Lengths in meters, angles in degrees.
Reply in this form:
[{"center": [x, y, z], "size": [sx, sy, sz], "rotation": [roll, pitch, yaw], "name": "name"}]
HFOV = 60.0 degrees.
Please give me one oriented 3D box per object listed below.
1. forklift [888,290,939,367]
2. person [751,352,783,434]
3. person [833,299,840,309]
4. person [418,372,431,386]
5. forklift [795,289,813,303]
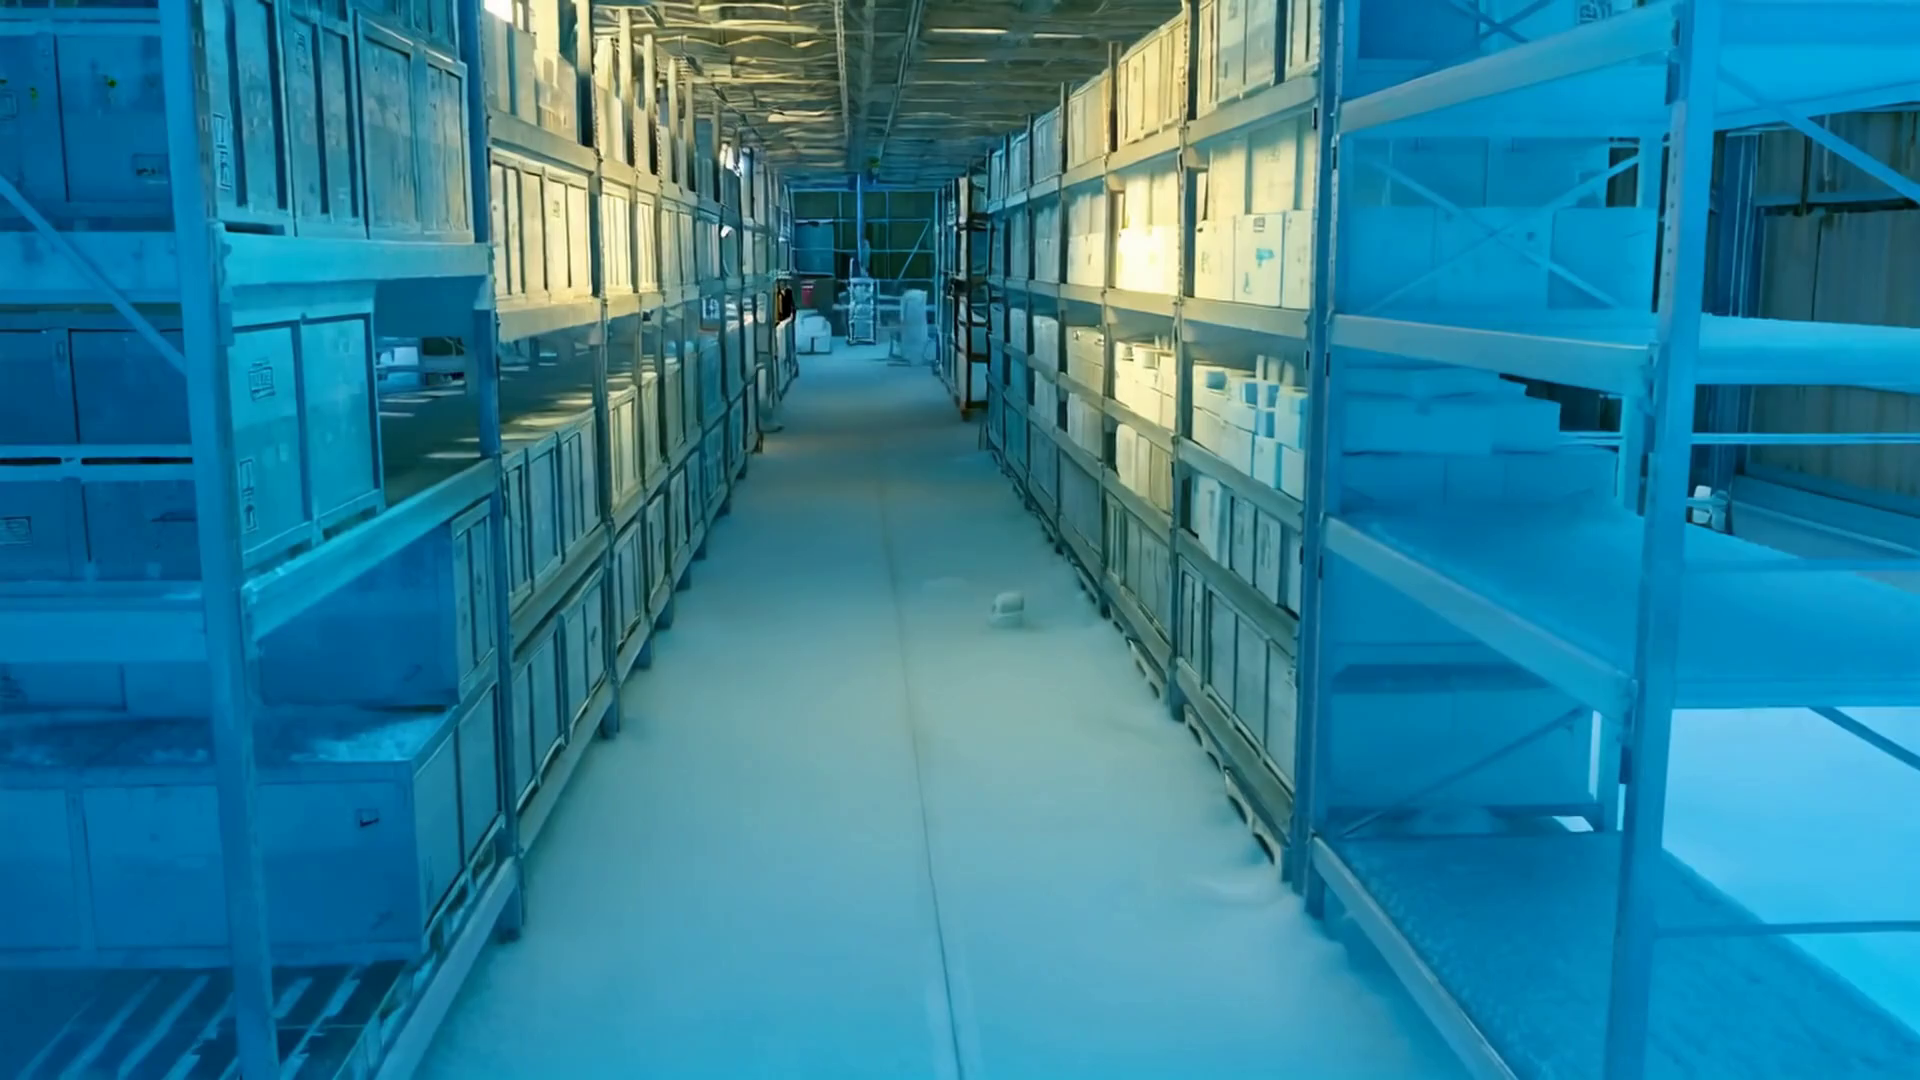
[{"center": [-1.542, -7.742, 60.713], "size": [1.873, 2.768, 1.129], "rotation": [-7, 12, -37], "name": "forklift"}, {"center": [-4.483, -3.247, 36.910], "size": [0.999, 1.850, 0.676], "rotation": [3, 10, 16], "name": "person"}, {"center": [-6.635, -11.996, 89.270], "size": [0.998, 1.835, 0.599], "rotation": [-6, 11, -34], "name": "person"}, {"center": [-10.858, -2.637, 33.953], "size": [0.528, 1.620, 0.511], "rotation": [0, 10, 1], "name": "person"}, {"center": [-7.285, -10.538, 77.416], "size": [1.129, 2.768, 1.873], "rotation": [-2, 10, -10], "name": "forklift"}]
